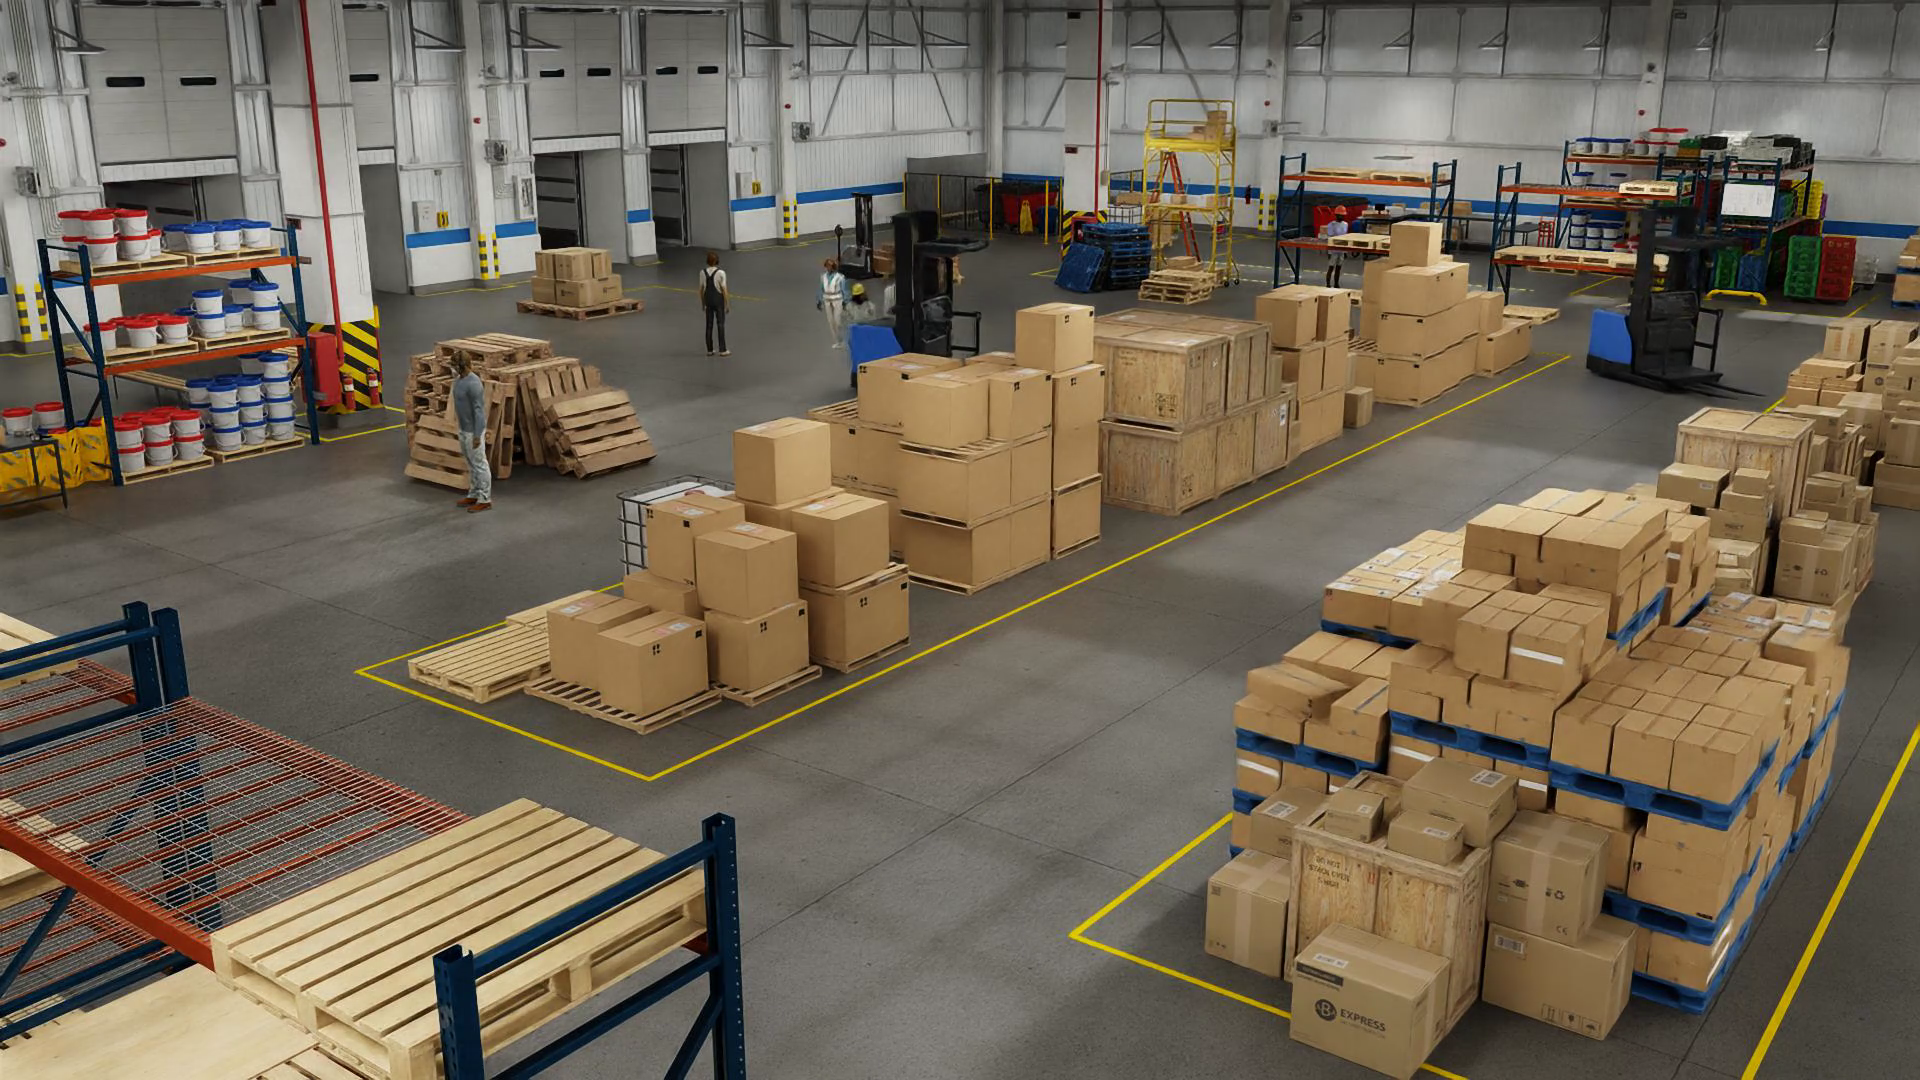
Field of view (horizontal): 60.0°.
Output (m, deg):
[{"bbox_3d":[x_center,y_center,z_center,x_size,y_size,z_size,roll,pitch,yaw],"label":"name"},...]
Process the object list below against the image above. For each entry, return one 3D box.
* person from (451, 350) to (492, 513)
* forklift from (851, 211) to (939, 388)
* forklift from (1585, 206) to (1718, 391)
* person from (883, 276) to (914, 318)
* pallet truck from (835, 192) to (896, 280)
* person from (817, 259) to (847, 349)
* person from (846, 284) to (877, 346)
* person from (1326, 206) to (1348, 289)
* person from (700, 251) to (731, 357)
[{"bbox_3d":[-5.786,-1.290,19.661,0.370,1.934,0.627,-11,20,-33],"label":"person"},{"bbox_3d":[-0.696,-3.733,26.136,1.873,2.768,1.129,9,19,27],"label":"forklift"},{"bbox_3d":[11.322,-3.991,26.989,1.129,2.768,1.873,-6,18,-20],"label":"forklift"},{"bbox_3d":[-0.918,-3.462,26.955,0.644,1.870,1.075,-3,17,-8],"label":"person"},{"bbox_3d":[-1.936,-7.159,38.982,1.885,1.965,0.823,-12,21,-34],"label":"pallet truck"},{"bbox_3d":[-2.305,-4.250,29.987,0.520,1.621,0.478,7,18,23],"label":"person"},{"bbox_3d":[-1.577,-3.207,26.363,0.486,1.716,0.595,5,17,16],"label":"person"},{"bbox_3d":[8.245,-6.322,36.312,0.548,1.938,0.358,-10,19,-30],"label":"person"},{"bbox_3d":[-4.321,-4.148,29.287,0.543,1.843,0.370,5,17,16],"label":"person"}]
